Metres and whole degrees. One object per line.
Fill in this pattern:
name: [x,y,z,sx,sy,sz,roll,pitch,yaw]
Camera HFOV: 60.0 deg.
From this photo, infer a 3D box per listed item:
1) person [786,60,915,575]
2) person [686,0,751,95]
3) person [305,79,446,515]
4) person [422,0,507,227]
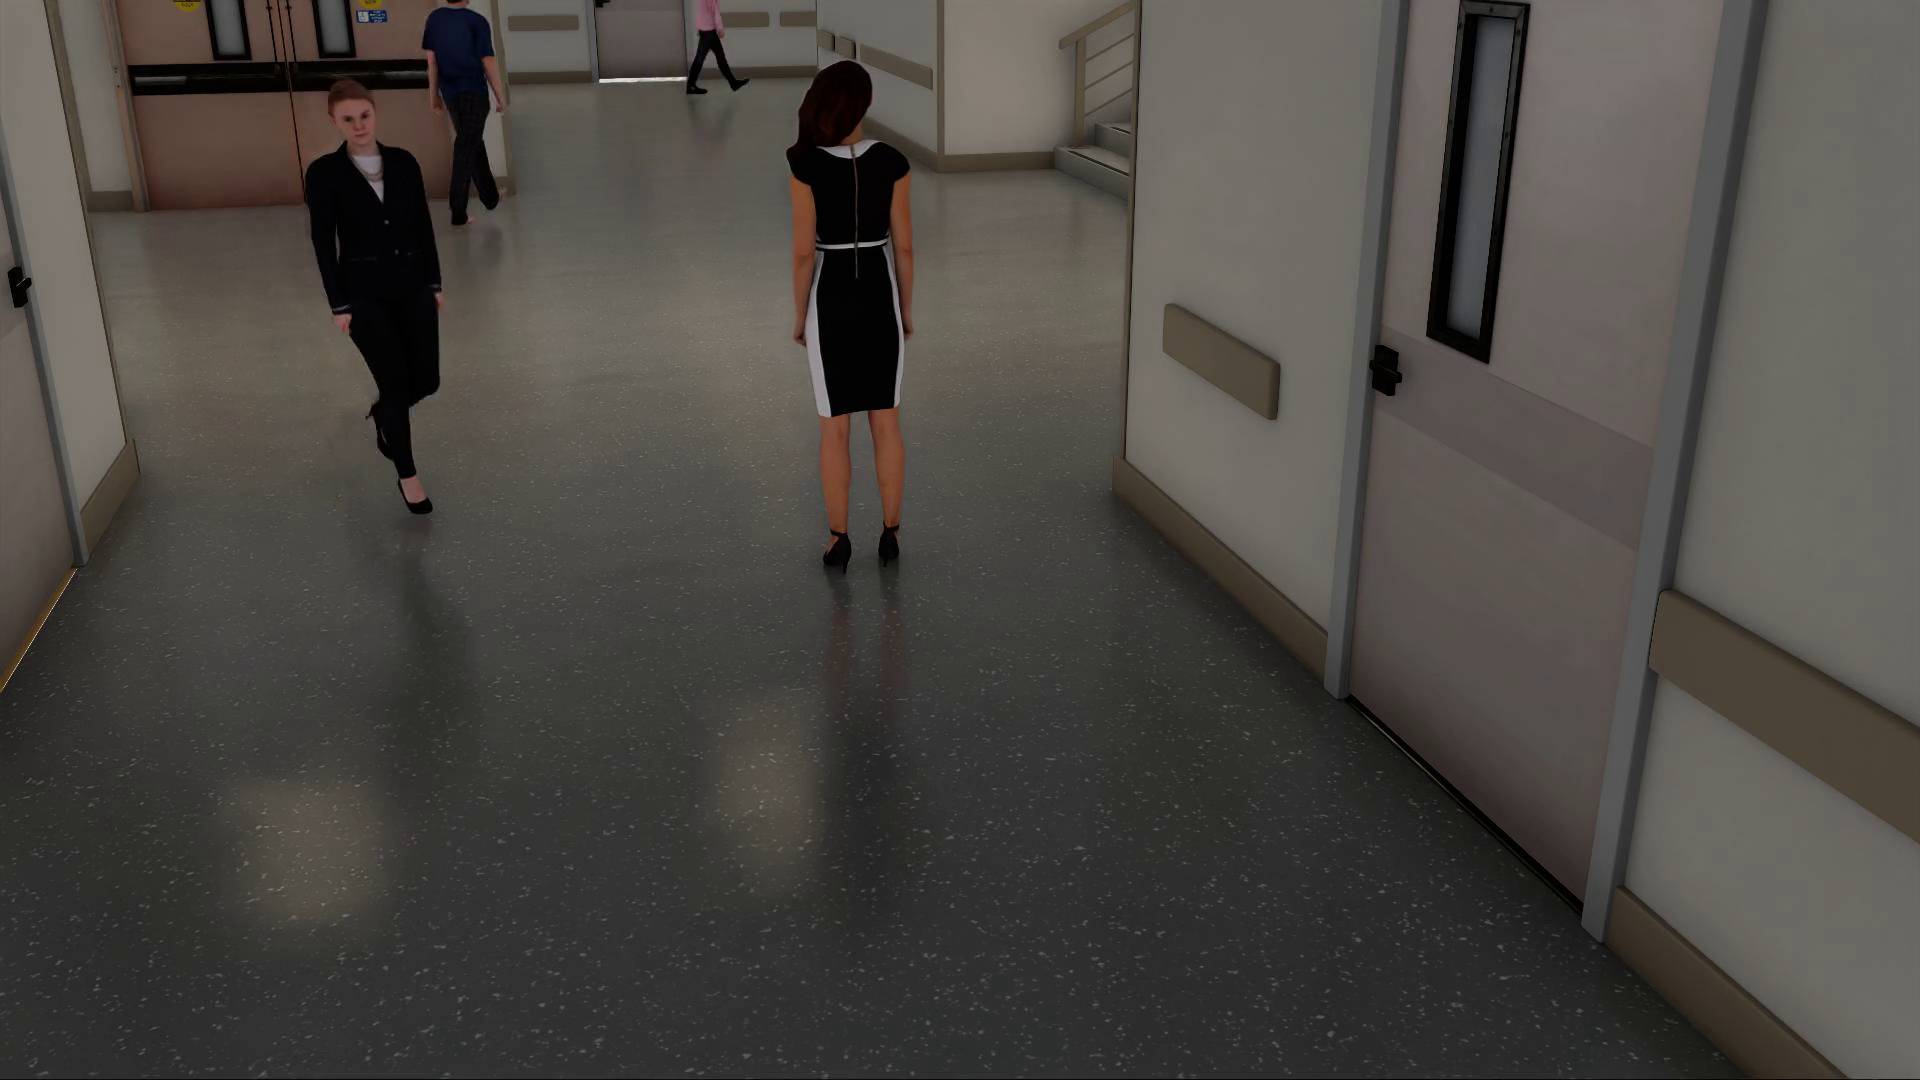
person: [-0.371,-0.754,5.833,0.419,1.795,0.640,-5,21,-12]
person: [-3.307,-6.490,21.194,1.081,1.642,0.665,-7,22,-19]
person: [-2.276,-0.928,6.470,0.876,1.669,0.858,19,28,41]
person: [-3.707,-3.223,12.316,1.195,1.820,1.102,5,21,13]
